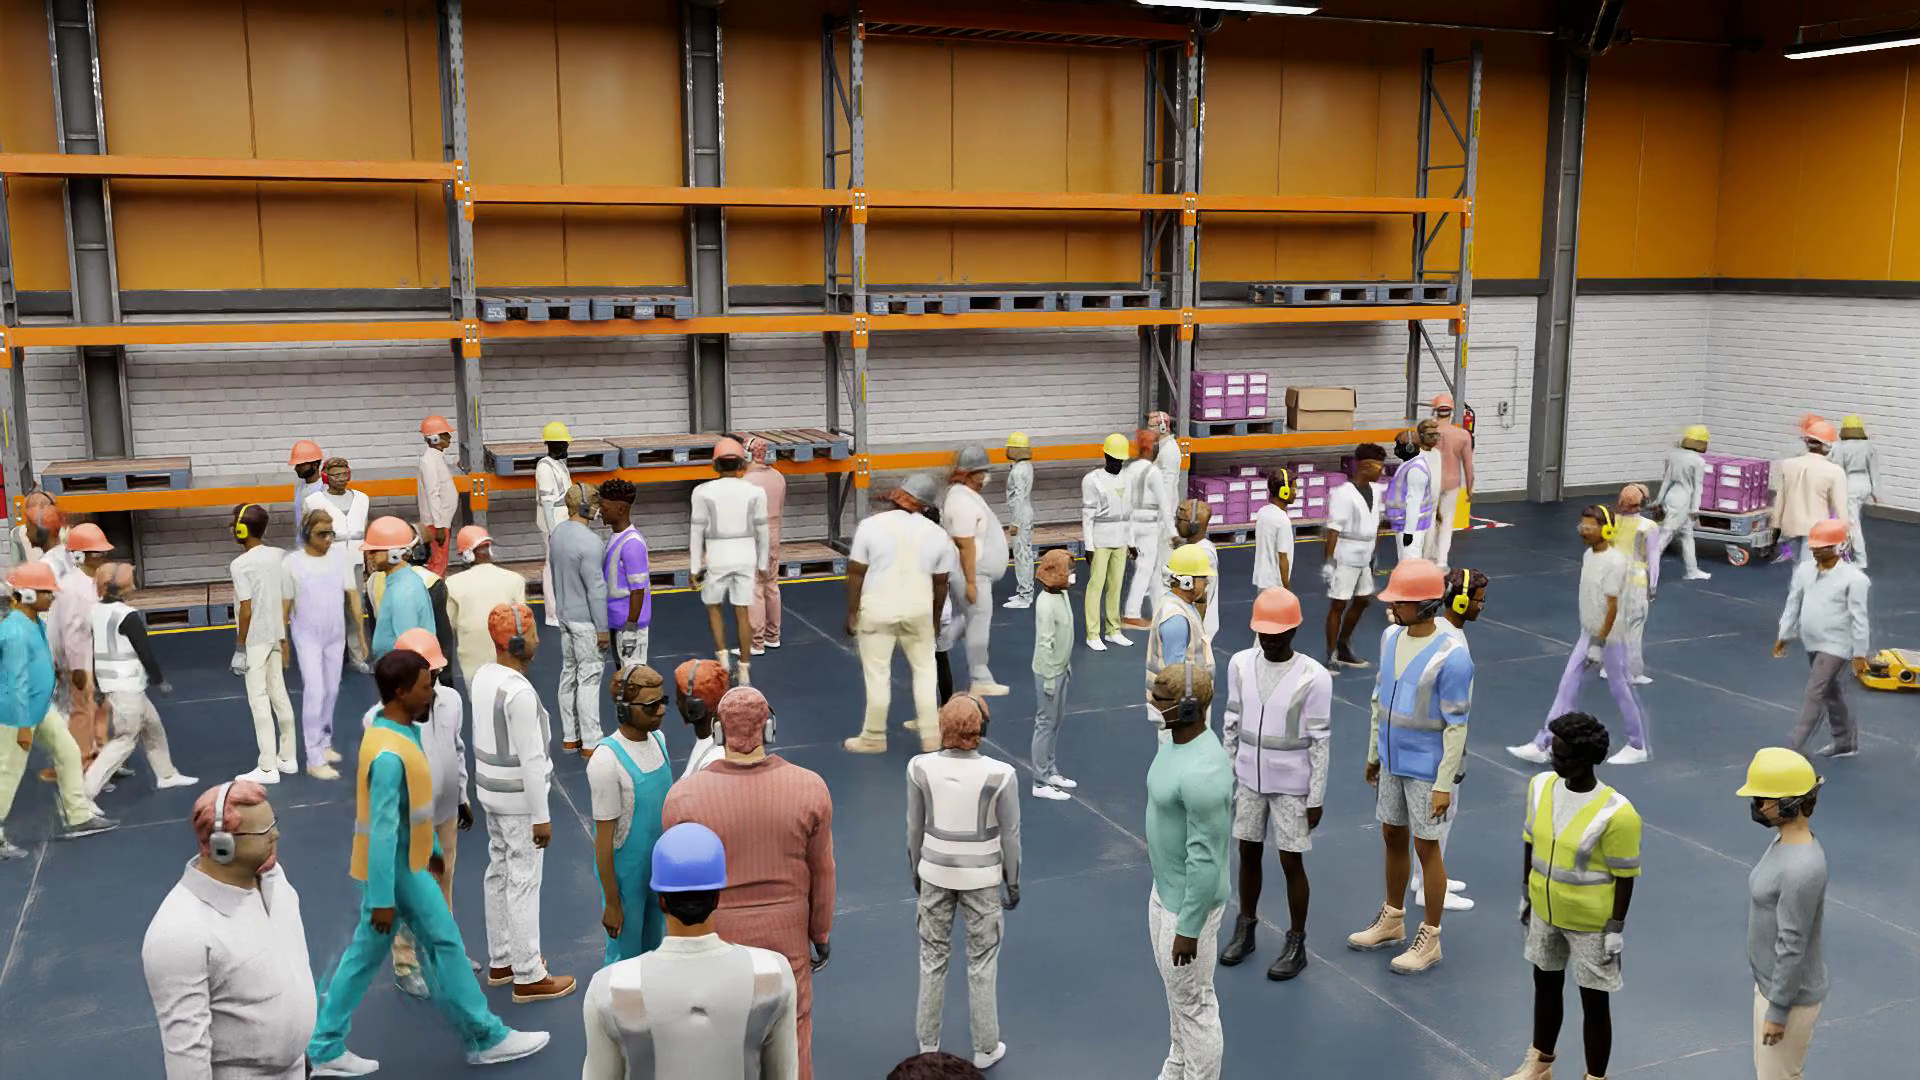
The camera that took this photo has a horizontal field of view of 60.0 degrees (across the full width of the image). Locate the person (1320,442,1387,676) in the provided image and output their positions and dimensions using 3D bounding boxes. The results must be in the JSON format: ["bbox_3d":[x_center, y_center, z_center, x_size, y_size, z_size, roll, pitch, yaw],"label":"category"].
[{"bbox_3d":[3.239,0.161,13.793,0.765,1.946,0.393,-9,13,-42],"label":"person"}]

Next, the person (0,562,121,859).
[{"bbox_3d":[-5.372,0.980,9.733,0.832,1.703,0.613,-3,10,-18],"label":"person"}]

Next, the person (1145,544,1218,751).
[{"bbox_3d":[1.285,0.928,9.704,0.403,1.828,0.597,2,10,10],"label":"person"}]

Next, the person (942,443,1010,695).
[{"bbox_3d":[0.036,0.222,13.132,0.705,2.000,0.689,0,10,0],"label":"person"}]

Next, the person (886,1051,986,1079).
[{"bbox_3d":[0.016,1.968,3.456,0.379,1.910,0.590,1,10,7],"label":"person"}]

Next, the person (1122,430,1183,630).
[{"bbox_3d":[1.774,-0.084,15.421,0.573,1.856,0.689,-3,10,-16],"label":"person"}]

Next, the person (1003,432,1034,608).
[{"bbox_3d":[0.572,-0.202,16.432,0.307,1.743,0.494,2,10,13],"label":"person"}]

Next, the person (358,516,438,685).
[{"bbox_3d":[-3.262,0.840,9.745,0.401,1.989,0.615,-3,10,-16],"label":"person"}]

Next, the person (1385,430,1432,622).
[{"bbox_3d":[4.245,-0.132,15.790,0.431,1.836,0.618,1,10,6],"label":"person"}]

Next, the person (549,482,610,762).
[{"bbox_3d":[-2.596,0.559,11.490,0.368,1.939,0.633,-8,13,-39],"label":"person"}]

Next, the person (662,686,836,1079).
[{"bbox_3d":[-0.791,1.483,6.278,0.641,1.902,0.407,-2,10,-14],"label":"person"}]

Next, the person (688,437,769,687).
[{"bbox_3d":[-1.872,0.183,13.433,0.682,2.014,0.529,-4,10,-20],"label":"person"}]

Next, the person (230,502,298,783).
[{"bbox_3d":[-4.635,0.679,10.993,0.317,1.870,0.531,2,10,12],"label":"person"}]

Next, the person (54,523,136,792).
[{"bbox_3d":[-5.656,0.755,10.885,0.339,1.752,0.564,0,10,-3],"label":"person"}]

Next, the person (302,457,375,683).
[{"bbox_3d":[-5.083,0.231,13.639,0.389,1.846,0.567,8,13,38],"label":"person"}]

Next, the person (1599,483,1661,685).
[{"bbox_3d":[5.427,0.355,13.509,0.308,1.645,0.516,-7,12,-36],"label":"person"}]

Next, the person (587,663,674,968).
[{"bbox_3d":[-1.335,1.406,6.873,0.327,1.843,0.516,3,10,16],"label":"person"}]

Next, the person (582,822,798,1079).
[{"bbox_3d":[-0.749,1.747,4.681,0.616,1.932,0.419,-4,11,-20],"label":"person"}]

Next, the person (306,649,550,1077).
[{"bbox_3d":[-2.338,1.368,7.049,1.028,1.864,0.614,-3,10,-19],"label":"person"}]

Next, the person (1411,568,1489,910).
[{"bbox_3d":[2.612,1.057,8.876,0.351,1.856,0.518,0,10,0],"label":"person"}]

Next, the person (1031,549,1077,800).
[{"bbox_3d":[0.607,0.855,10.687,0.280,1.626,0.503,3,10,16],"label":"person"}]

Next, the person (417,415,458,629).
[{"bbox_3d":[-4.854,-0.172,15.527,0.375,1.997,0.611,-3,10,-14],"label":"person"}]

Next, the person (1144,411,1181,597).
[{"bbox_3d":[2.030,-0.366,16.951,0.401,1.900,0.648,0,10,1],"label":"person"}]

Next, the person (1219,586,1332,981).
[{"bbox_3d":[1.505,1.165,8.035,0.548,1.929,0.389,8,13,39],"label":"person"}]

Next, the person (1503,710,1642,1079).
[{"bbox_3d":[2.473,1.509,6.711,0.321,1.694,0.536,-6,11,-29],"label":"person"}]

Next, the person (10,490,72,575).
[{"bbox_3d":[-7.172,0.426,13.098,0.525,1.644,0.307,0,10,-3],"label":"person"}]

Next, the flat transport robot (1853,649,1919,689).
[{"bbox_3d":[8.037,1.068,13.357,1.431,0.197,0.652,3,10,19],"label":"flat transport robot"}]

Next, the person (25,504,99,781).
[{"bbox_3d":[-5.902,0.691,10.920,0.394,1.874,0.604,-1,10,-4],"label":"person"}]

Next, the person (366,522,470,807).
[{"bbox_3d":[-3.379,0.804,10.358,0.623,1.844,0.430,6,11,29],"label":"person"}]

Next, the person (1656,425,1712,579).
[{"bbox_3d":[7.607,-0.388,17.702,0.908,1.677,0.483,-1,10,-8],"label":"person"}]

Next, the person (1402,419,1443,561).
[{"bbox_3d":[4.627,-0.289,16.640,0.506,1.847,0.343,-6,12,-32],"label":"person"}]

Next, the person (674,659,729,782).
[{"bbox_3d":[-0.997,1.399,6.805,0.337,1.881,0.584,-1,10,-7],"label":"person"}]

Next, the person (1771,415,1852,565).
[{"bbox_3d":[9.548,-0.544,18.545,0.503,1.704,0.726,-8,13,-38],"label":"person"}]

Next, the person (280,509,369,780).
[{"bbox_3d":[-4.329,0.681,11.230,0.656,1.813,0.518,9,13,42],"label":"person"}]

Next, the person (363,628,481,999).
[{"bbox_3d":[-2.538,1.272,7.908,0.330,1.751,0.564,5,11,27],"label":"person"}]

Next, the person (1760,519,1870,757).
[{"bbox_3d":[5.840,0.696,11.354,0.889,1.699,0.598,-2,10,-11],"label":"person"}]

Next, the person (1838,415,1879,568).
[{"bbox_3d":[9.984,-0.550,18.626,0.494,1.676,0.978,0,10,-3],"label":"person"}]

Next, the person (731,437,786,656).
[{"bbox_3d":[-1.784,0.053,14.493,0.409,1.908,0.647,5,11,24],"label":"person"}]

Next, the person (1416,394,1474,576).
[{"bbox_3d":[5.236,-0.602,18.072,0.662,1.978,0.548,3,10,15],"label":"person"}]

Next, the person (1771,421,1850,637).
[{"bbox_3d":[7.824,-0.103,15.212,0.759,1.963,0.651,-6,11,-29],"label":"person"}]

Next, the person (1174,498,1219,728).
[{"bbox_3d":[1.589,0.630,11.348,0.345,1.846,0.506,1,10,7],"label":"person"}]

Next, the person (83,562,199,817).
[{"bbox_3d":[-5.279,0.909,10.489,0.492,1.582,0.849,9,13,42],"label":"person"}]

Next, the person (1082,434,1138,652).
[{"bbox_3d":[1.336,0.014,14.691,0.585,1.917,0.381,-7,12,-36],"label":"person"}]

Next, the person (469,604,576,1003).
[{"bbox_3d":[-2.078,1.224,7.811,0.349,1.883,0.584,-8,13,-38],"label":"person"}]

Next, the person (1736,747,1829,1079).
[{"bbox_3d":[2.930,1.607,5.990,0.342,1.755,0.534,4,11,21],"label":"person"}]

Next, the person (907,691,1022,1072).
[{"bbox_3d":[0.013,1.463,7.159,0.517,1.632,0.314,3,10,16],"label":"person"}]

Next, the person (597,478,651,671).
[{"bbox_3d":[-2.321,0.547,11.491,0.368,1.960,0.602,-4,11,-22],"label":"person"}]

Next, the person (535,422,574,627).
[{"bbox_3d":[-3.776,-0.150,15.604,0.364,1.928,0.586,-1,10,-3],"label":"person"}]

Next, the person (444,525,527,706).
[{"bbox_3d":[-3.208,0.744,11.106,0.555,1.698,0.839,-7,12,-35],"label":"person"}]

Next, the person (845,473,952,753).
[{"bbox_3d":[-0.444,0.480,11.648,0.786,2.000,0.534,-3,10,-17],"label":"person"}]

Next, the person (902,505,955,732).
[{"bbox_3d":[-0.243,0.560,12.175,0.317,1.695,0.540,7,12,36],"label":"person"}]

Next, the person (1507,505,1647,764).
[{"bbox_3d":[4.289,0.667,11.265,1.021,1.807,0.528,-2,10,-11],"label":"person"}]

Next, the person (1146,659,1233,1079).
[{"bbox_3d":[0.874,1.417,6.543,0.372,1.940,0.630,0,10,-2],"label":"person"}]

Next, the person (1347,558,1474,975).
[{"bbox_3d":[2.200,1.091,8.132,0.371,2.040,0.608,-5,11,-25],"label":"person"}]

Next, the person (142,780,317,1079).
[{"bbox_3d":[-2.199,1.672,5.170,0.406,1.905,0.653,1,10,4],"label":"person"}]

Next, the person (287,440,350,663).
[{"bbox_3d":[-5.470,0.111,14.099,0.541,1.929,0.382,7,12,36],"label":"person"}]

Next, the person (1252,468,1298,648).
[{"bbox_3d":[2.431,0.373,12.803,0.332,1.862,0.495,-2,10,-14],"label":"person"}]
